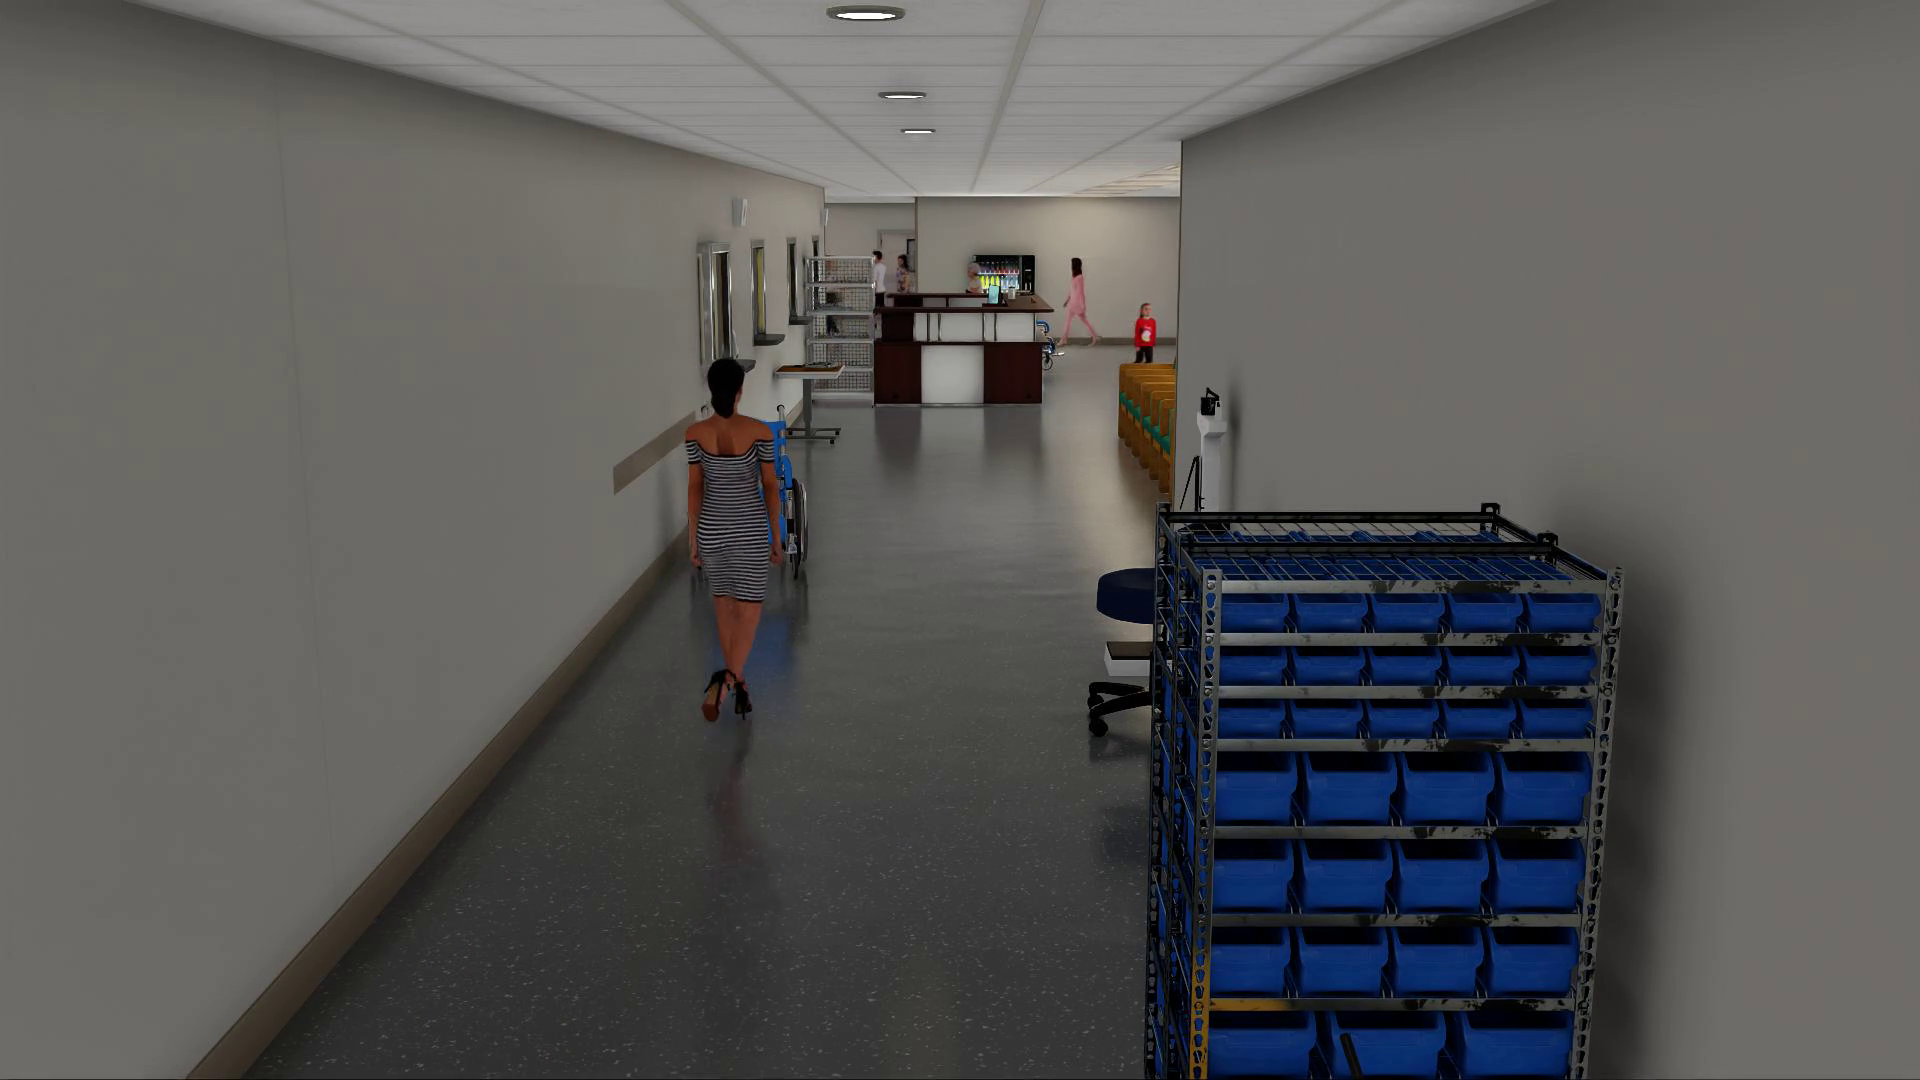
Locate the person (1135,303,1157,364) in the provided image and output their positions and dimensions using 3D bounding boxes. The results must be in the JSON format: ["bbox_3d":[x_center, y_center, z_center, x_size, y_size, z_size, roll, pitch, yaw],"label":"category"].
[{"bbox_3d":[2.745,-2.899,24.967,0.910,1.254,0.717,-3,11,-15],"label":"person"}]

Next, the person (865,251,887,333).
[{"bbox_3d":[-1.782,-5.661,37.976,1.151,1.830,0.988,6,12,29],"label":"person"}]

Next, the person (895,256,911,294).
[{"bbox_3d":[-1.275,-5.734,38.724,1.092,1.693,1.081,11,15,44],"label":"person"}]

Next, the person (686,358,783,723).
[{"bbox_3d":[-1.100,0.059,7.921,0.992,1.797,0.731,1,11,5],"label":"person"}]

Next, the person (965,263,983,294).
[{"bbox_3d":[0.277,-4.128,30.112,0.620,1.750,0.664,3,11,14],"label":"person"}]

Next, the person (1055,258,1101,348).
[{"bbox_3d":[2.421,-4.627,32.739,1.156,1.751,0.673,1,11,4],"label":"person"}]
